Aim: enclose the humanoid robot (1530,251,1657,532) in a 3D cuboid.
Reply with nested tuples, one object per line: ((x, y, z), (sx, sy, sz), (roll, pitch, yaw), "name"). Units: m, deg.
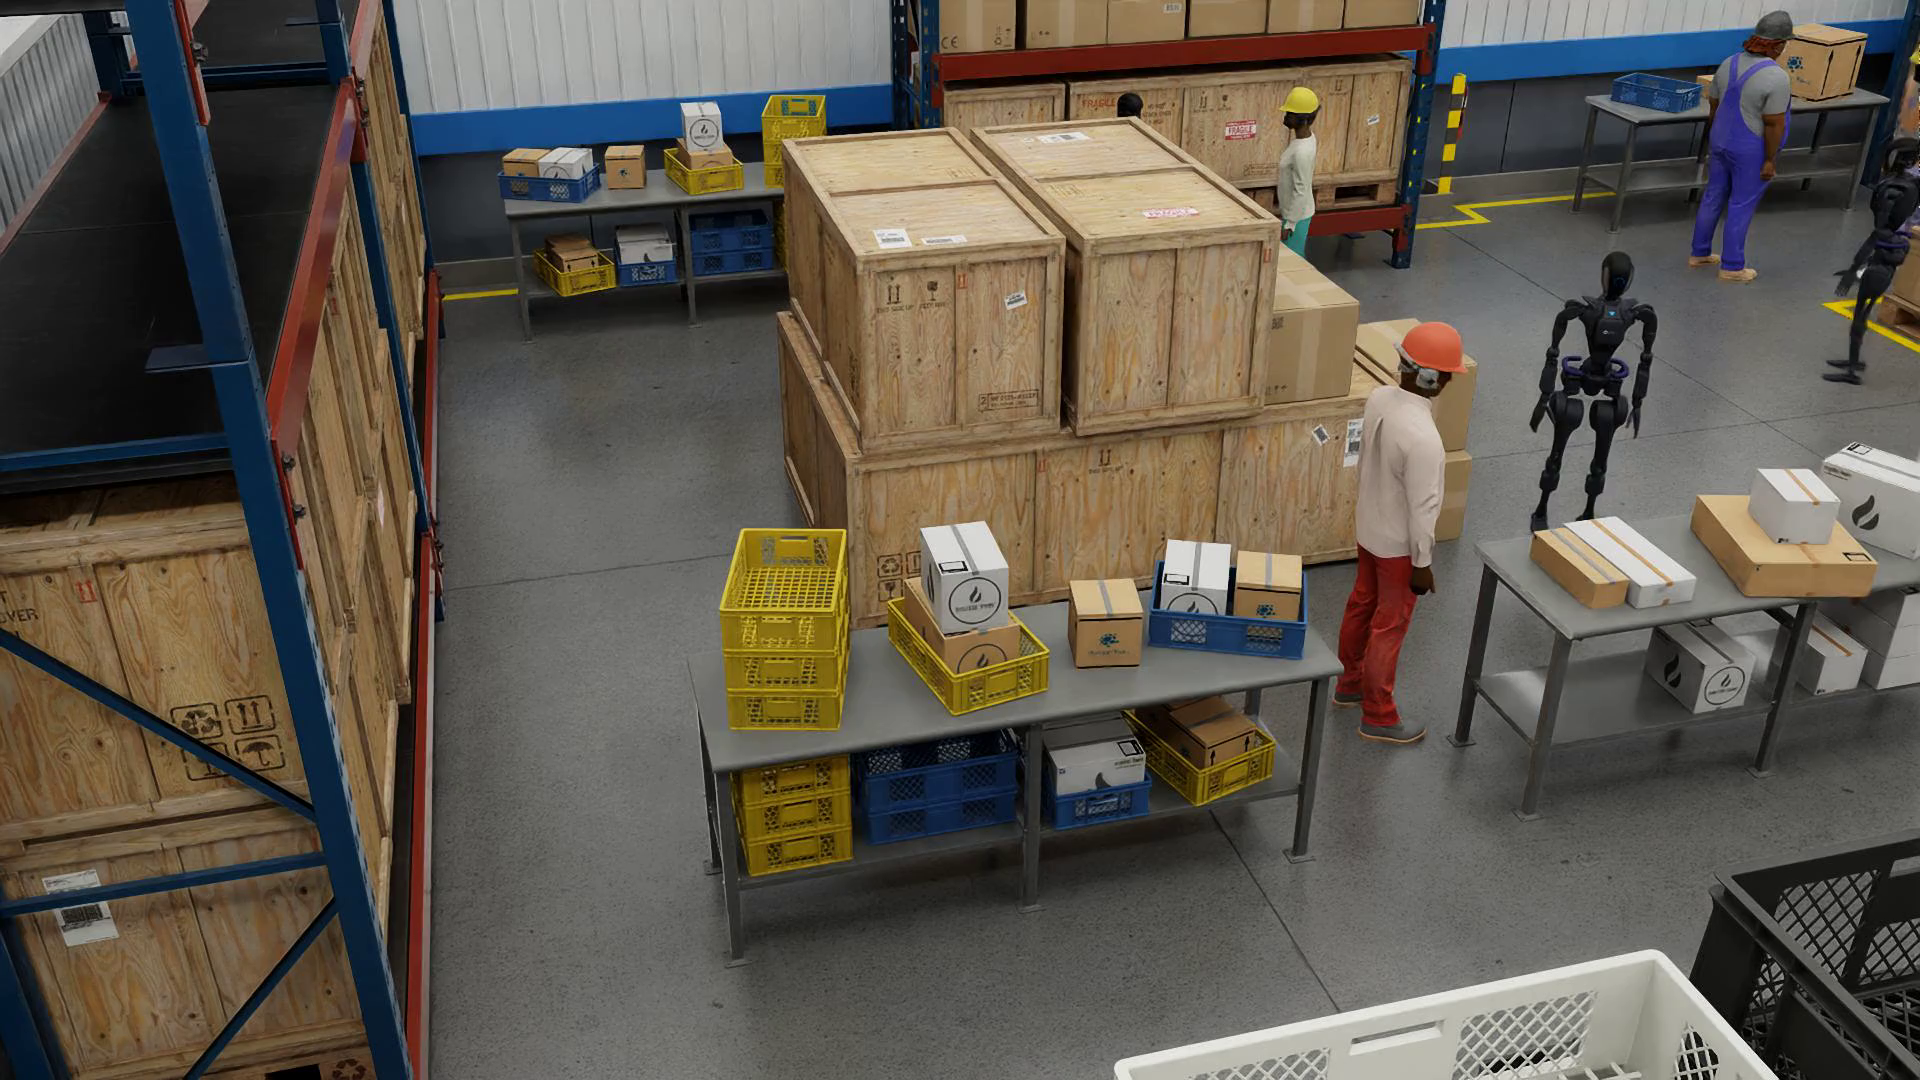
((3.432, -0.779, 9.066), (0.573, 1.652, 0.317), (5, 29, 9), "humanoid robot")

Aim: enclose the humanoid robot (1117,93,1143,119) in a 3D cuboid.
((1.183, -2.385, 11.972), (0.590, 1.657, 0.327), (-20, 35, -32), "humanoid robot")

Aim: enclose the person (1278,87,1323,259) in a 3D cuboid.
((2.343, -2.303, 11.743), (0.311, 1.768, 0.522), (5, 29, 9), "person")

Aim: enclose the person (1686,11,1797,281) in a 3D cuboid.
((6.062, -3.025, 12.774), (0.539, 2.000, 0.688), (-9, 30, -17), "person")

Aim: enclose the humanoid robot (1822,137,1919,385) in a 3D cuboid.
((6.049, -1.854, 11.015), (0.370, 1.655, 0.610), (18, 33, 29), "humanoid robot")

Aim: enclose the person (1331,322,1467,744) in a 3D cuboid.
((1.946, -0.023, 7.381), (0.390, 1.985, 0.610), (-5, 29, -10), "person")

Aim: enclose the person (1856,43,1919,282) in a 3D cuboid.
((7.290, -2.910, 12.723), (0.658, 1.887, 0.597), (2, 29, 4), "person")
